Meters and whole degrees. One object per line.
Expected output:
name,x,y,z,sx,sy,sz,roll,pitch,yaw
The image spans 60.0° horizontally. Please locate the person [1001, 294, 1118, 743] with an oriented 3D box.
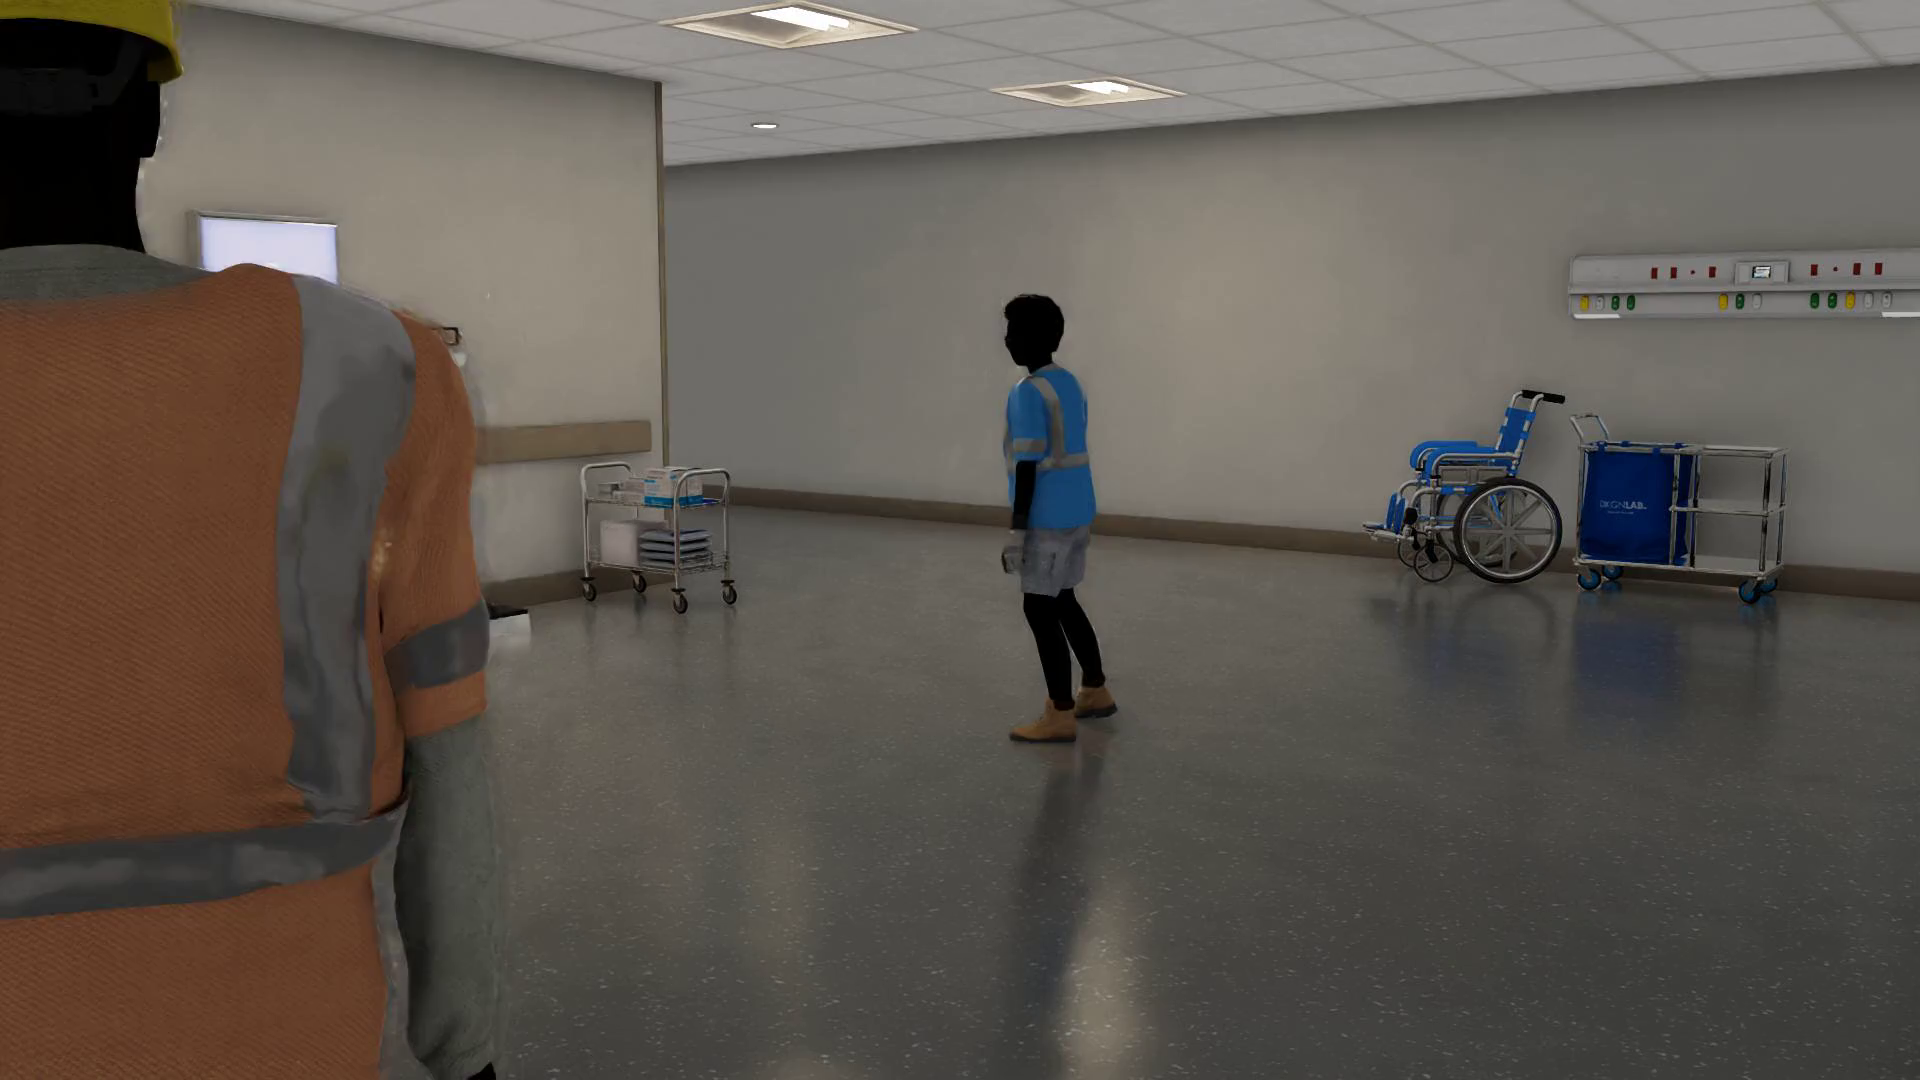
person,0.339,-0.083,6.251,0.322,1.688,0.607,3,8,22
